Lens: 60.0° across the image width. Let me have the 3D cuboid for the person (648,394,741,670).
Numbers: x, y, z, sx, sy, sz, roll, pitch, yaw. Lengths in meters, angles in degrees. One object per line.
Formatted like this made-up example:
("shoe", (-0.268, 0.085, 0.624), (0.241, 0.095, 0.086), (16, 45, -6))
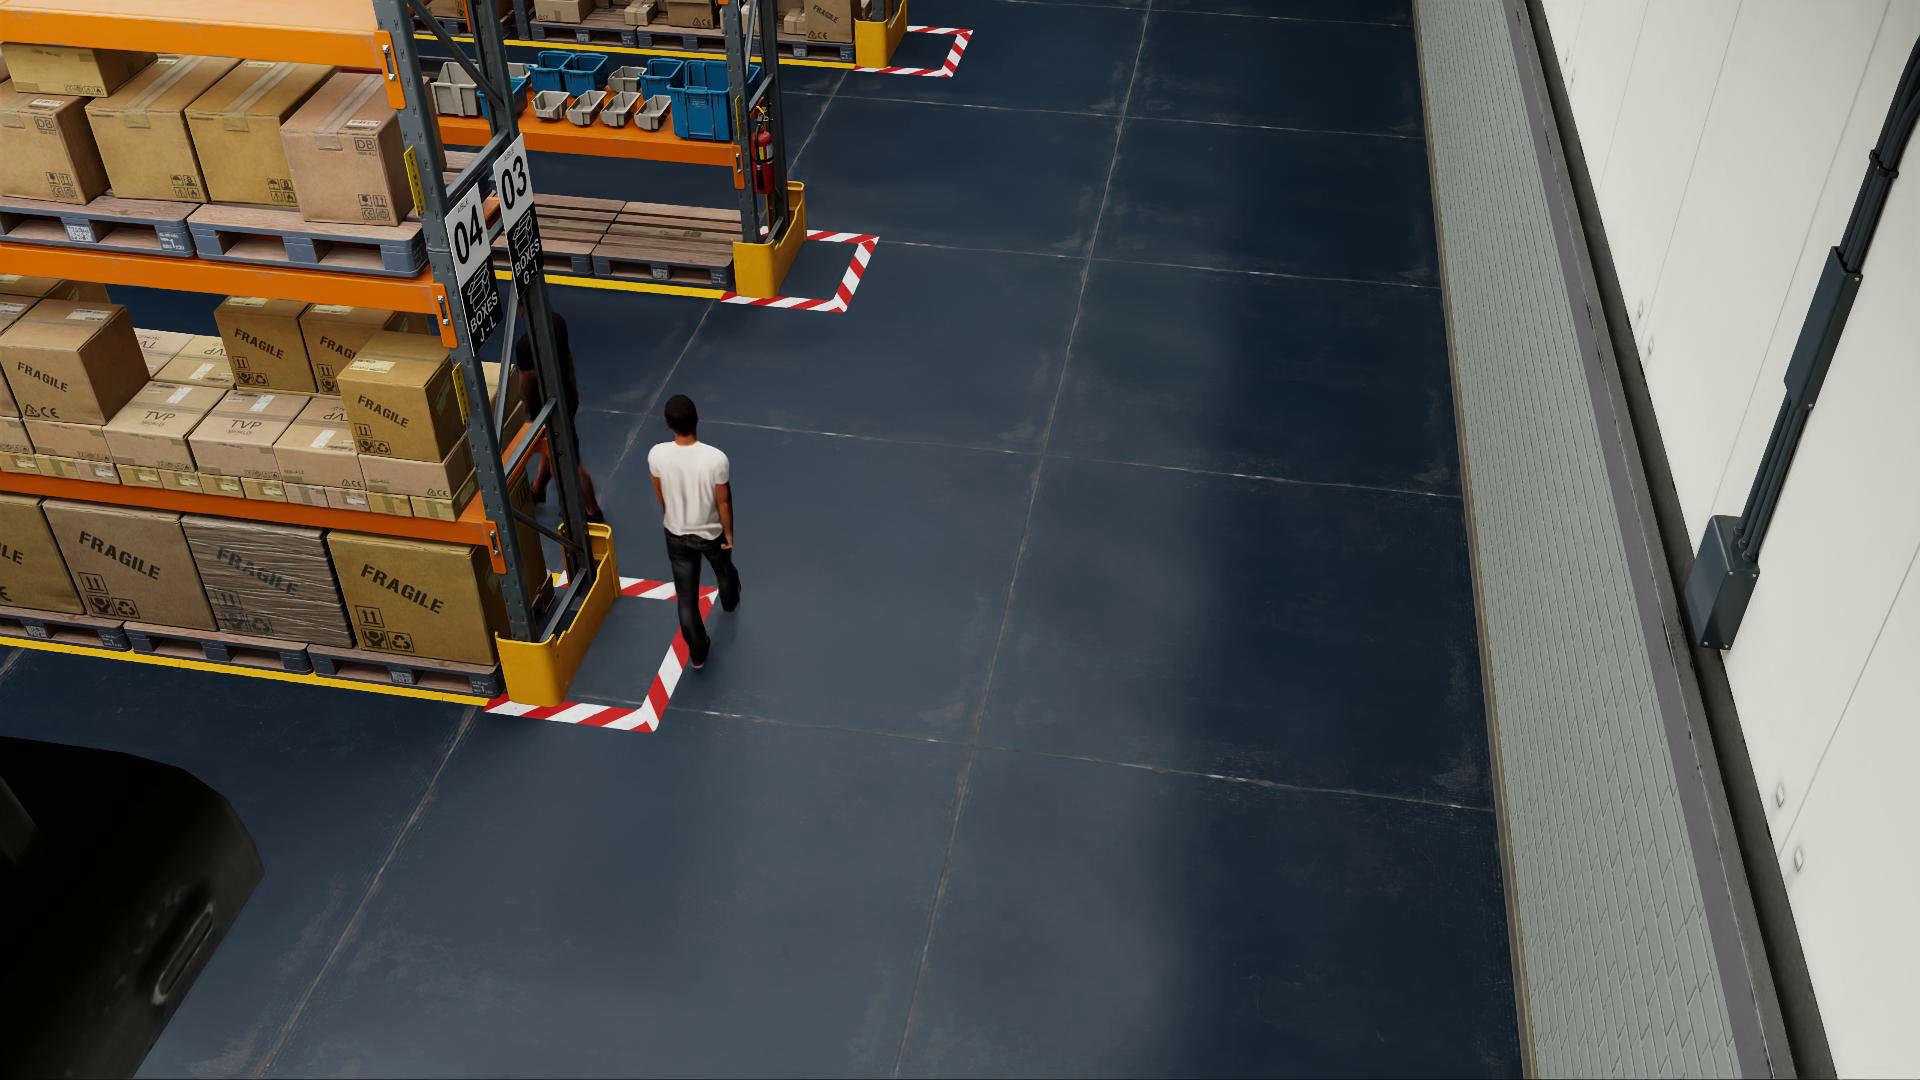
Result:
("person", (-1.590, 0.006, 9.833), (0.992, 1.767, 0.817), (0, 38, 0))

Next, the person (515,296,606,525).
("person", (-2.577, -0.854, 10.871), (0.983, 1.841, 0.710), (7, 39, 9))
